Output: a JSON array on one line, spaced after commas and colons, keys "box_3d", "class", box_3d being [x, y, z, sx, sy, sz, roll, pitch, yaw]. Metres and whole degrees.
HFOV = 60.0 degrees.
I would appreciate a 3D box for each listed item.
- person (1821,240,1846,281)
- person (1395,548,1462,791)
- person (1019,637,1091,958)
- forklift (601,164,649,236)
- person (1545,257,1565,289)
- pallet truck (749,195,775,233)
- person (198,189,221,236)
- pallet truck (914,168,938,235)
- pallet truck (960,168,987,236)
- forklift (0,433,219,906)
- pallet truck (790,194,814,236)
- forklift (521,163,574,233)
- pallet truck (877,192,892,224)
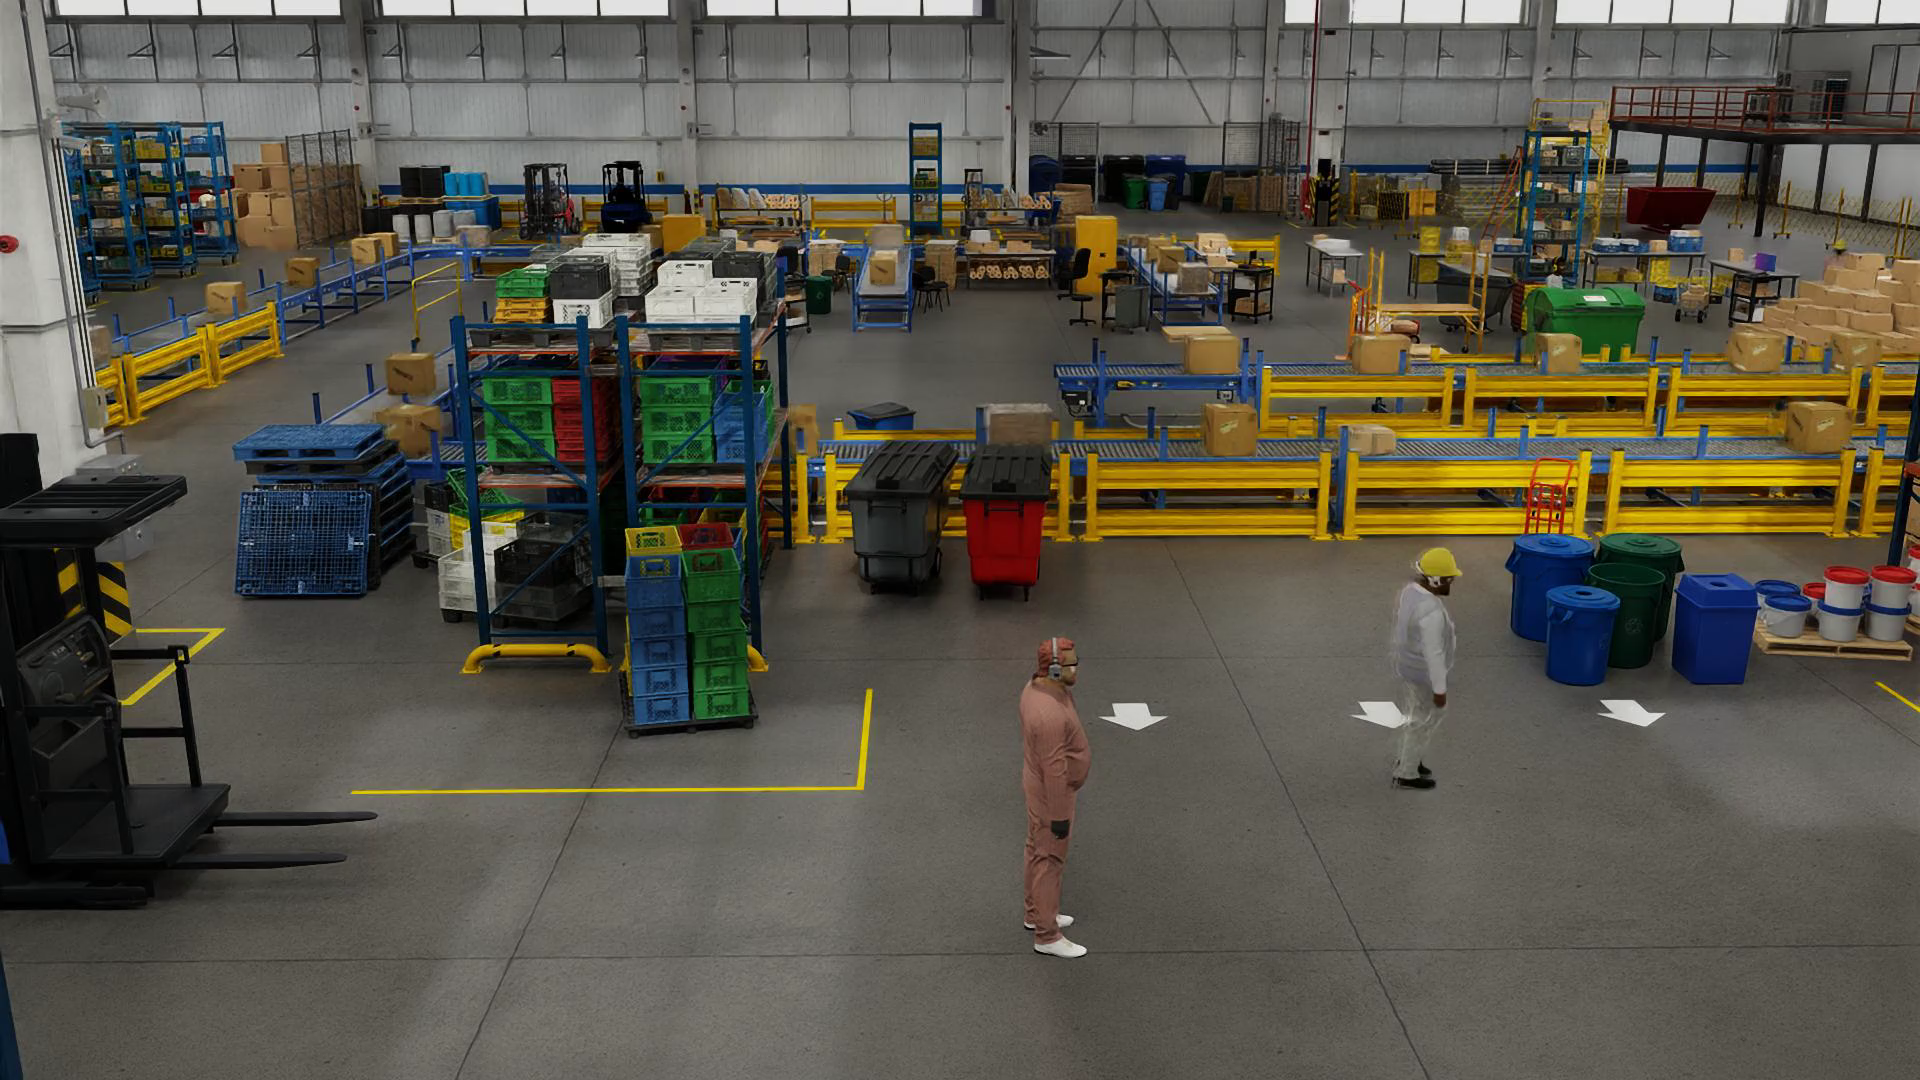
[{"box_3d": [17.048, -4.972, 32.413, 0.537, 1.712, 0.917, 11, 19, 34], "class": "person"}, {"box_3d": [3.318, 0.921, 11.775, 0.470, 1.808, 0.617, 0, 16, 0], "class": "person"}, {"box_3d": [0.554, 1.475, 9.682, 0.408, 1.909, 0.638, -2, 16, -6], "class": "person"}, {"box_3d": [-9.948, -10.127, 49.296, 1.157, 1.987, 2.680, -1, 16, -3], "class": "forklift"}, {"box_3d": [10.153, -3.911, 28.469, 0.331, 1.874, 0.519, 14, 21, 39], "class": "person"}, {"box_3d": [-6.051, -9.967, 50.660, 0.680, 1.201, 1.601, 0, 16, -1], "class": "pallet truck"}, {"box_3d": [-20.709, -8.930, 45.992, 0.590, 1.828, 0.403, 4, 16, 13], "class": "person"}, {"box_3d": [-0.989, -10.316, 50.507, 0.823, 1.965, 1.885, 1, 16, 3], "class": "pallet truck"}, {"box_3d": [0.383, -10.230, 50.206, 0.823, 1.965, 1.885, -1, 16, -3], "class": "pallet truck"}, {"box_3d": [-5.952, 0.780, 10.366, 1.873, 2.768, 1.129, 0, 16, -1], "class": "forklift"}, {"box_3d": [-4.814, -9.883, 50.259, 0.704, 1.261, 1.522, -1, 16, -3], "class": "pallet truck"}, {"box_3d": [-12.233, -10.122, 49.298, 1.157, 1.987, 2.680, 0, 16, -1], "class": "forklift"}, {"box_3d": [-2.277, -9.986, 50.594, 0.653, 1.274, 1.630, 0, 16, -1], "class": "pallet truck"}]
